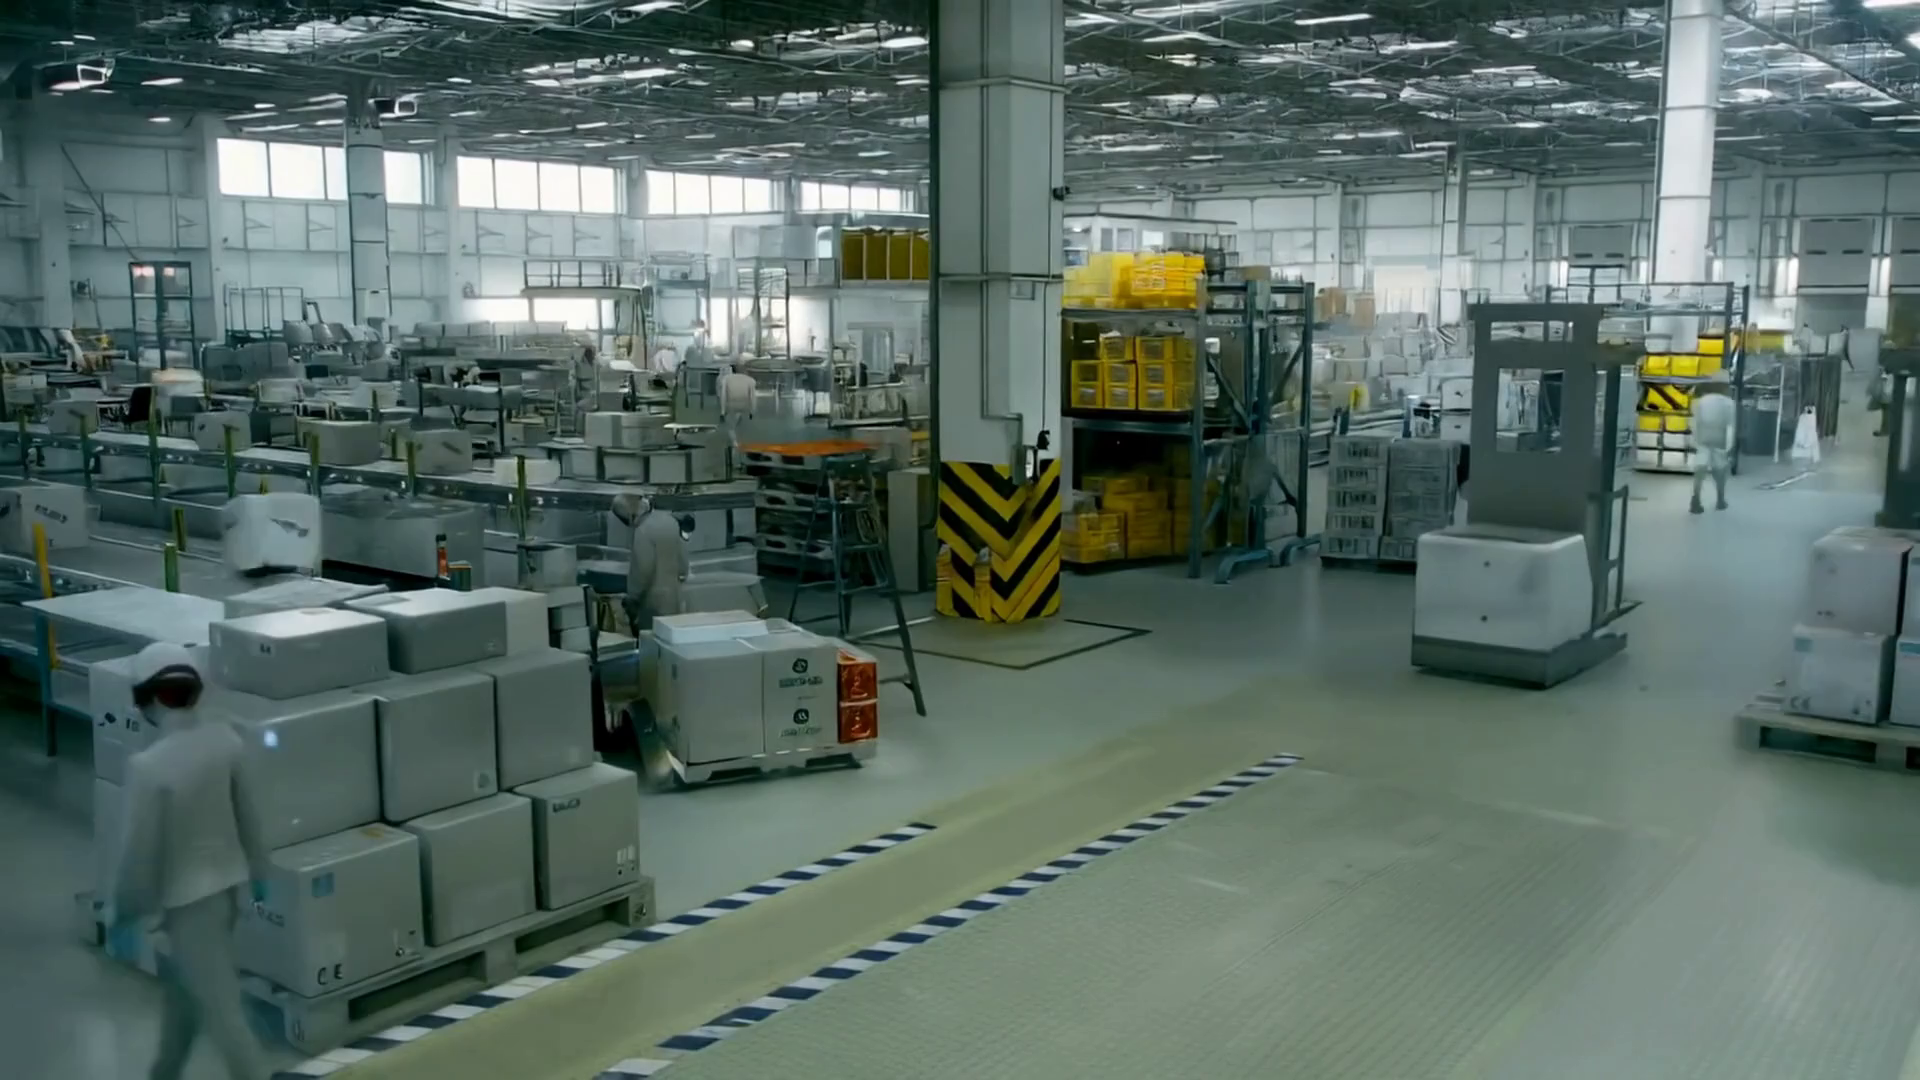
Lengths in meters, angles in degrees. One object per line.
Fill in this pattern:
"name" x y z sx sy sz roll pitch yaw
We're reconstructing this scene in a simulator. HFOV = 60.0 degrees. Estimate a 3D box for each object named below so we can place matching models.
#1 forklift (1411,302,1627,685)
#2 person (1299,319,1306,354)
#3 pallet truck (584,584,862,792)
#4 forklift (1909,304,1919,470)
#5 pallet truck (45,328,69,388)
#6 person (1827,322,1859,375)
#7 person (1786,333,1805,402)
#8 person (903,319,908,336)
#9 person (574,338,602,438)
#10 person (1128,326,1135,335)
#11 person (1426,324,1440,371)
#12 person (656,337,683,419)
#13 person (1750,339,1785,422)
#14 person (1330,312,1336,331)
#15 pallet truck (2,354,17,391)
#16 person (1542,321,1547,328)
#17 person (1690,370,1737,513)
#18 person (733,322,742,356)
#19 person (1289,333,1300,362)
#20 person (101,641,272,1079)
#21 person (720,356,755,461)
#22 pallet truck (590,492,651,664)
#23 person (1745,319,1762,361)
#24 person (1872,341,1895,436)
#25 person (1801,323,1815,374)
"forklift" 4.379 -0.438 12.852 1.129 2.768 1.873 7 11 37
"person" 15.987 -9.535 77.372 0.368 1.929 0.542 -6 11 -37
"pallet truck" -1.426 0.805 10.019 1.601 1.201 0.680 -4 9 -26
"forklift" 7.292 -0.297 11.902 1.129 2.768 1.873 6 11 37
"pallet truck" -23.775 -4.544 43.495 1.885 1.965 0.823 6 10 35
"person" 31.356 -6.777 58.887 0.990 1.903 0.642 2 9 15
"person" 21.641 -4.420 43.107 0.323 1.865 0.518 -3 9 -17
"person" -2.261 -9.150 74.982 0.648 1.859 0.988 3 9 21
"person" -7.103 -2.845 31.870 0.358 2.047 0.615 5 10 32
"person" 5.474 -5.928 53.275 0.978 1.860 0.664 -1 9 -9
"person" 17.588 -7.143 61.864 0.487 1.744 0.313 1 8 4
"person" -6.676 -3.746 38.442 0.669 1.894 0.432 -8 12 -44
"person" 17.949 -3.533 37.056 0.973 1.894 0.557 8 11 43
"person" 19.051 -10.662 84.974 0.624 1.926 0.613 6 10 36
"pallet truck" -24.881 -4.417 42.634 1.885 1.965 0.823 8 11 41
"person" 24.338 -8.258 69.101 0.431 1.835 0.624 -2 9 -11
"person" 9.929 -1.296 21.967 0.559 1.895 0.976 8 11 42
"person" -8.745 -7.526 64.220 0.543 1.806 0.893 -7 11 -39
"person" 9.998 -5.282 49.389 0.533 1.722 0.872 -7 11 -39
"person" -2.659 1.208 5.638 0.766 1.706 0.615 1 9 8
"person" -3.810 -2.235 28.523 0.623 1.818 0.430 -3 9 -19
"pallet truck" -3.115 0.344 12.883 0.653 1.274 1.630 7 11 37
"person" 34.007 -8.541 71.076 0.901 1.802 0.654 0 8 0
"person" 18.776 -3.070 33.756 0.356 1.937 0.552 5 10 29
"person" 30.530 -6.889 59.913 0.513 1.831 0.973 -1 8 -6
